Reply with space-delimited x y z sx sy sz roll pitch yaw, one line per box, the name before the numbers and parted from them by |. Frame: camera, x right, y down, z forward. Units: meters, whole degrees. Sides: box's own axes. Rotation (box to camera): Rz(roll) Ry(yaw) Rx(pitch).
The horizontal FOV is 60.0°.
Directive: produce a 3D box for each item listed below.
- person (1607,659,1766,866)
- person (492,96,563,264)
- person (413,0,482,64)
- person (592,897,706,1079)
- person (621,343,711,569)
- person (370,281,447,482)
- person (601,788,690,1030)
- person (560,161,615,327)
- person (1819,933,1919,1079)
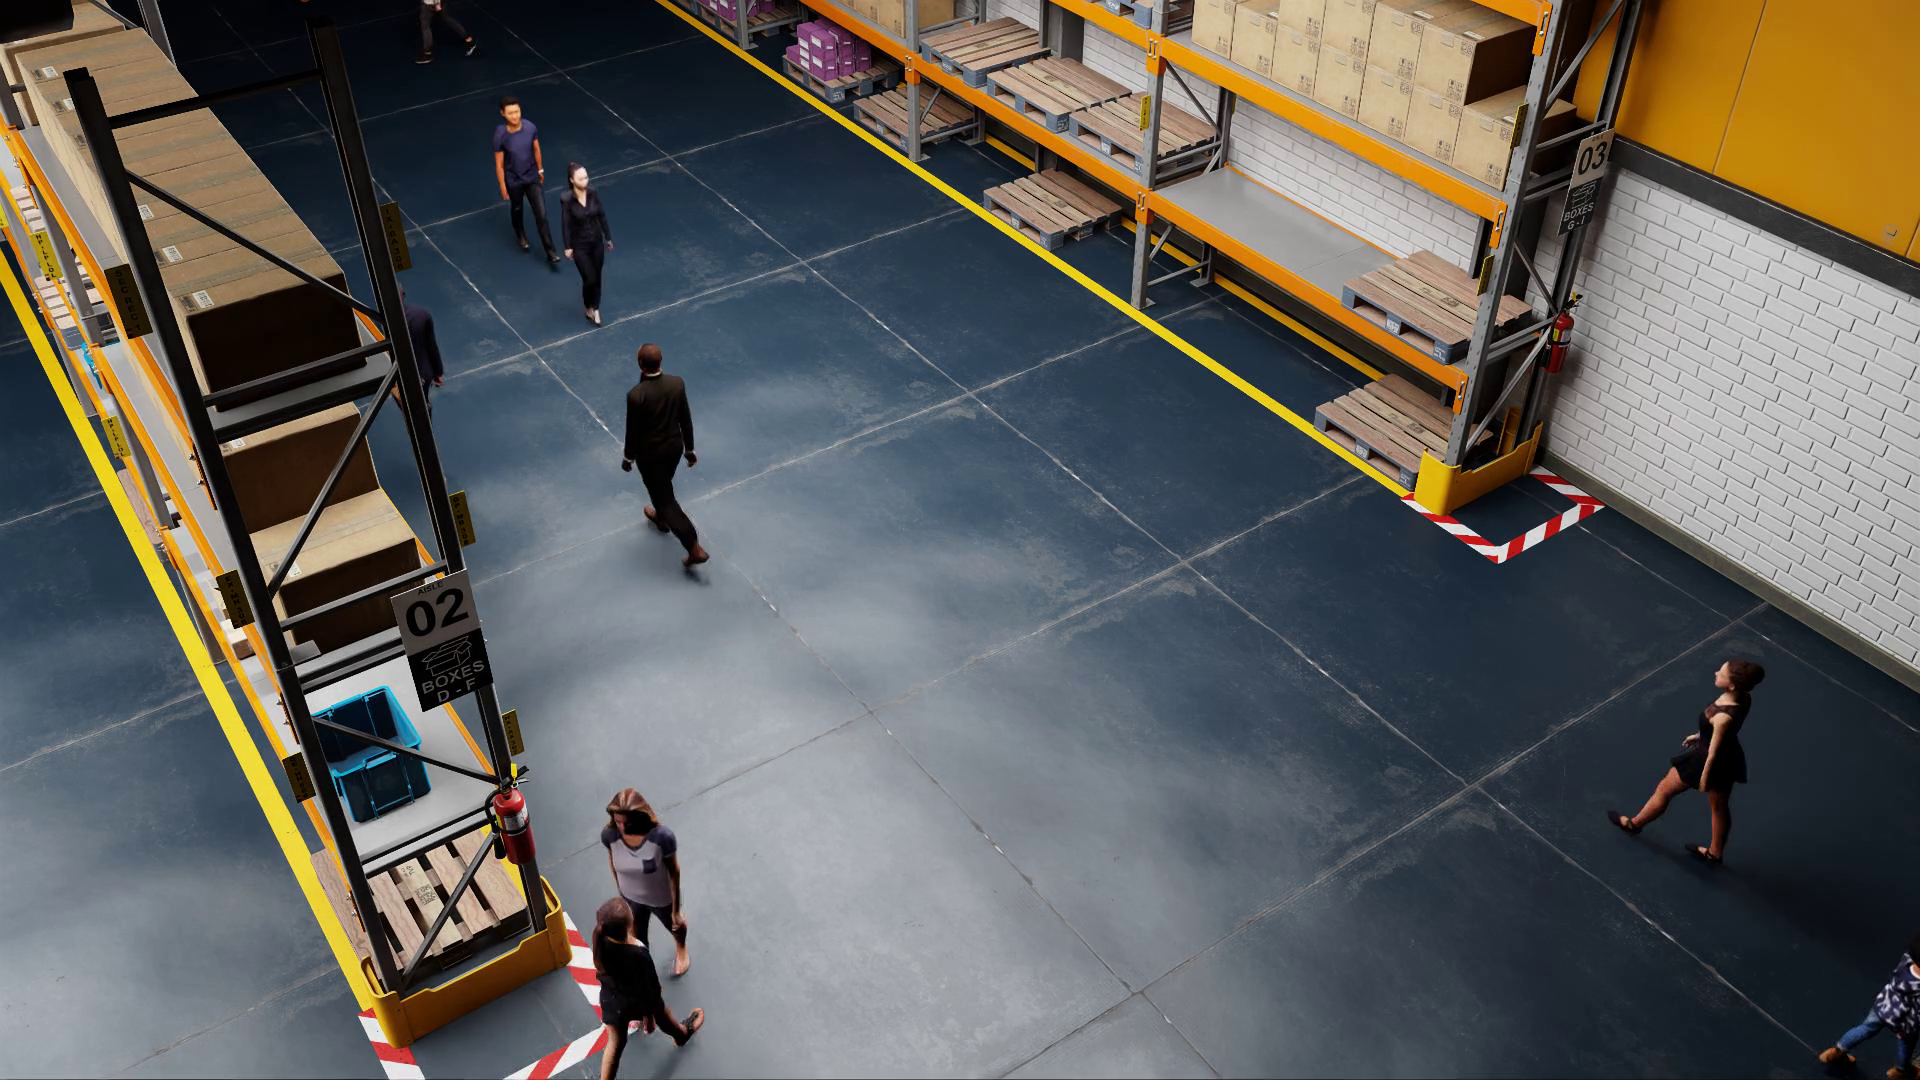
person | 4.838 1.443 10.526 0.701 1.647 1.013 -32 48 -33
person | -4.478 -3.687 16.876 0.712 1.738 1.119 -21 43 -24
person | -6.537 -6.822 20.841 1.024 1.688 1.111 -3 39 -3
person | -1.887 2.583 9.202 1.065 1.517 0.905 20 43 24
person | -2.288 -0.629 12.941 1.325 1.870 0.852 31 48 33
person | -4.558 -1.298 13.853 0.749 1.778 1.173 -27 46 -30
person | -1.782 2.031 9.748 0.941 1.698 1.020 3 39 4
person | -3.586 -2.808 15.805 0.641 1.700 0.606 -30 47 -32
person | 5.251 2.629 9.376 0.797 1.228 0.820 -2 39 -2
